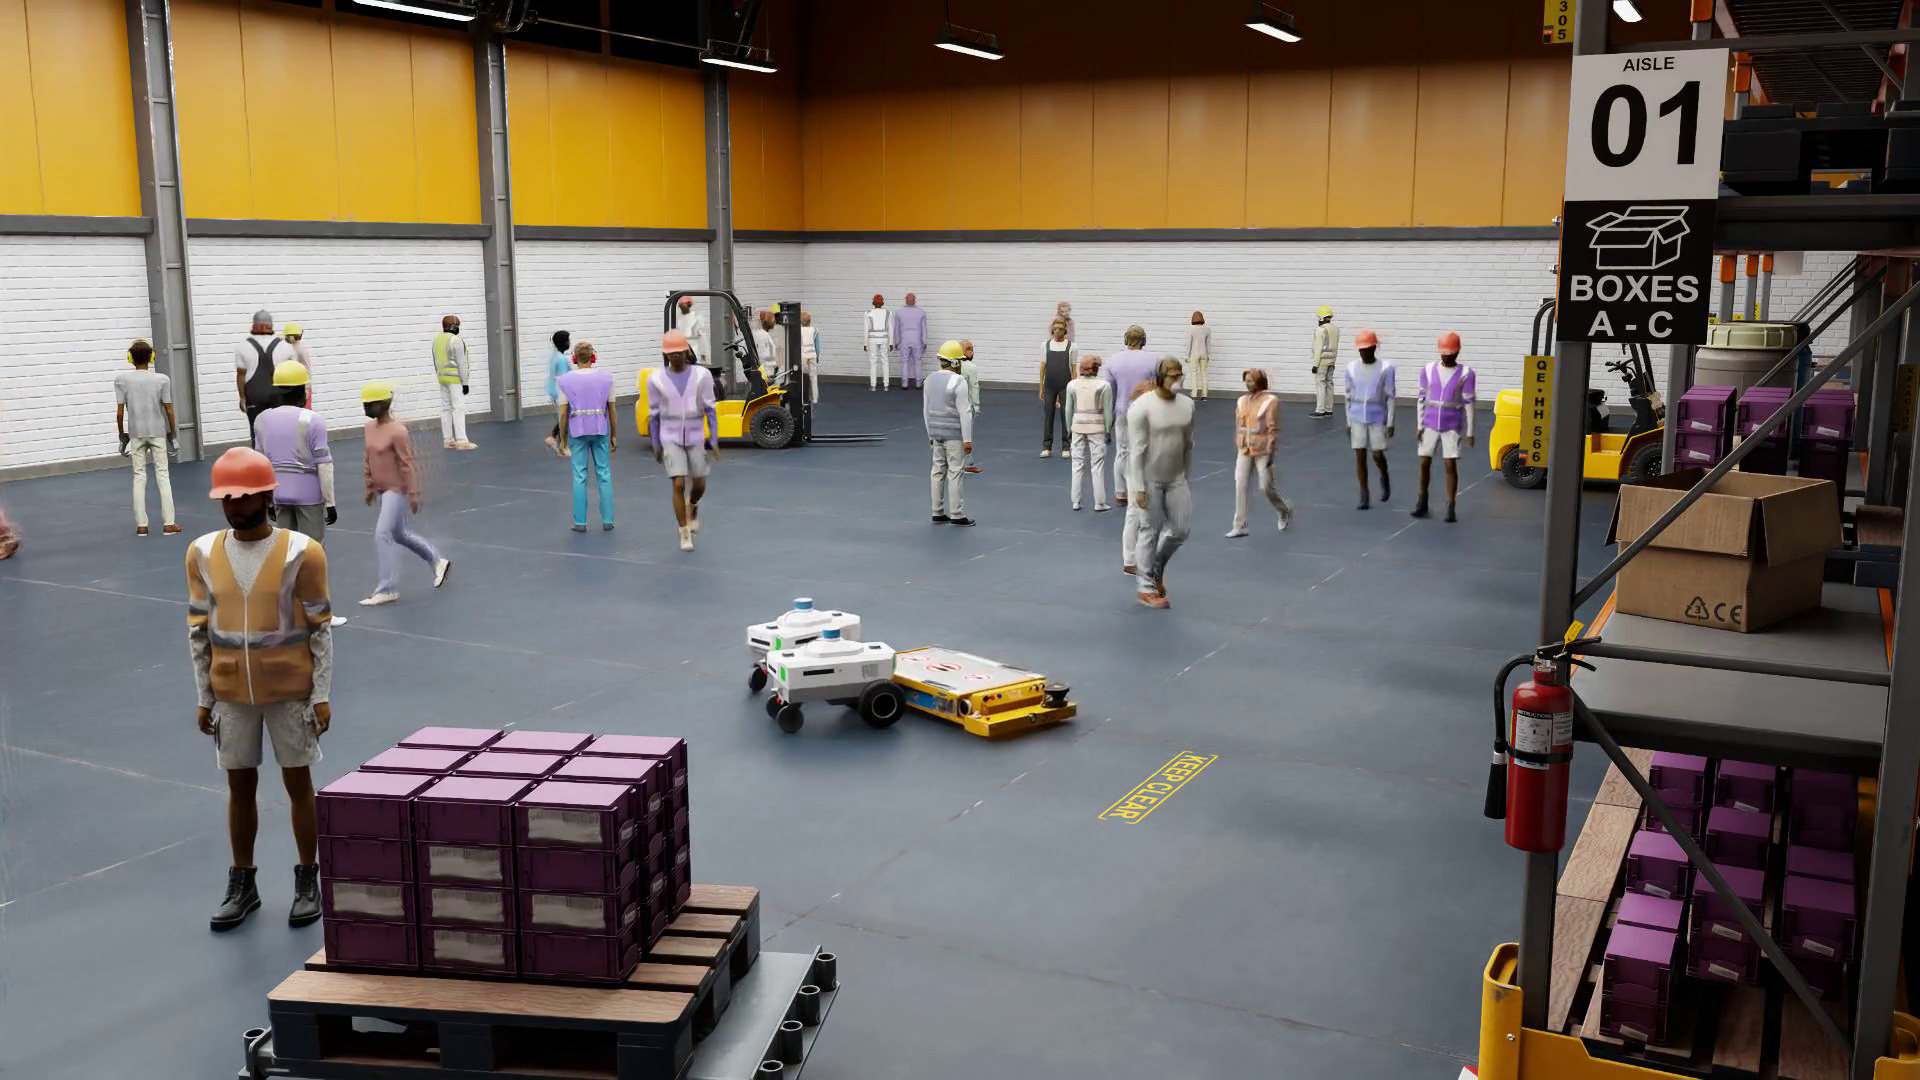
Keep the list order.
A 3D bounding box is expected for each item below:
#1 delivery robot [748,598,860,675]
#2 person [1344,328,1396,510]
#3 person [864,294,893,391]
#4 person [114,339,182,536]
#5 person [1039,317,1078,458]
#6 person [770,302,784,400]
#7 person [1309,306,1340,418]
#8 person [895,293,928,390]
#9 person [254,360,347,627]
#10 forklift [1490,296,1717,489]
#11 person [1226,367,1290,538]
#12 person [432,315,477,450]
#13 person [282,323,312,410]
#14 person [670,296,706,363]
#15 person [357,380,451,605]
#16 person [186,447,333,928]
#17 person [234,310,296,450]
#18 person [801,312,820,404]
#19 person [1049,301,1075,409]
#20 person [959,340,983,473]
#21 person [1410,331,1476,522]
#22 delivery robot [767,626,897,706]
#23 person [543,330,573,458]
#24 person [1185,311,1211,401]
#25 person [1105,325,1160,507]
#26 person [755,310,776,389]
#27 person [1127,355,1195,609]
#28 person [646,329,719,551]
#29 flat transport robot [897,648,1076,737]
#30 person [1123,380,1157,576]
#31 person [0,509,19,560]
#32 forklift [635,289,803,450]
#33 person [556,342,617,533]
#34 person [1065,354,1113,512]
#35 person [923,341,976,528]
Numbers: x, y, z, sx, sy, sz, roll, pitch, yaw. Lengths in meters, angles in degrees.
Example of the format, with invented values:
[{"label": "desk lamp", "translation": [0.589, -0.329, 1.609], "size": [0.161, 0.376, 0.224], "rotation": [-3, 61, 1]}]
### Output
[{"label": "delivery robot", "translation": [-0.959, 0.602, 10.272], "size": [0.477, 0.478, 0.707], "rotation": [10, 14, 44]}, {"label": "person", "translation": [4.308, -1.276, 17.508], "size": [0.554, 1.909, 0.613], "rotation": [5, 11, 28]}, {"label": "person", "translation": [-1.592, -3.848, 32.457], "size": [0.587, 1.882, 0.341], "rotation": [-2, 10, -12]}, {"label": "person", "translation": [-7.732, -0.971, 15.835], "size": [0.532, 1.874, 0.316], "rotation": [-3, 10, -17]}, {"label": "person", "translation": [1.285, -1.987, 21.799], "size": [0.507, 1.847, 0.346], "rotation": [2, 10, 12]}, {"label": "person", "translation": [-2.807, -2.806, 26.321], "size": [0.568, 1.912, 0.642], "rotation": [-3, 10, -19]}, {"label": "person", "translation": [5.923, -2.898, 27.111], "size": [0.404, 1.830, 0.603], "rotation": [10, 14, 44]}, {"label": "person", "translation": [-0.962, -3.908, 32.751], "size": [0.651, 1.904, 0.403], "rotation": [0, 10, -1]}, {"label": "person", "translation": [-4.714, -0.313, 11.860], "size": [0.587, 1.930, 0.362], "rotation": [2, 10, 14]}, {"label": "forklift", "translation": [7.296, -1.677, 18.993], "size": [2.313, 2.155, 1.214], "rotation": [5, 11, 27]}, {"label": "person", "translation": [2.839, -0.838, 15.781], "size": [0.687, 1.618, 0.516], "rotation": [-9, 13, -42]}, {"label": "person", "translation": [-6.935, -2.158, 22.802], "size": [0.627, 1.843, 0.429], "rotation": [7, 12, 36]}, {"label": "person", "translation": [-8.806, -2.002, 22.119], "size": [0.327, 1.767, 0.533], "rotation": [-9, 14, -44]}, {"label": "person", "translation": [-4.729, -3.314, 28.979], "size": [0.618, 2.030, 0.578], "rotation": [2, 10, 13]}, {"label": "person", "translation": [-4.355, -0.397, 12.952], "size": [0.536, 1.728, 0.805], "rotation": [9, 13, 42]}, {"label": "person", "translation": [-2.773, 0.590, 6.609], "size": [0.547, 1.938, 0.377], "rotation": [-1, 10, -4]}, {"label": "person", "translation": [-8.387, -1.797, 20.136], "size": [0.696, 2.000, 0.842], "rotation": [-5, 11, -27]}, {"label": "person", "translation": [-2.732, -3.221, 29.535], "size": [0.512, 1.642, 0.312], "rotation": [-5, 11, -25]}, {"label": "person", "translation": [1.743, -3.149, 28.477], "size": [0.493, 1.863, 0.684], "rotation": [8, 13, 39]}, {"label": "person", "translation": [0.048, -1.630, 20.348], "size": [0.497, 1.632, 0.289], "rotation": [9, 13, 43]}, {"label": "person", "translation": [4.854, -1.140, 16.706], "size": [0.657, 1.909, 0.538], "rotation": [5, 11, 28]}, {"label": "delivery robot", "translation": [-0.735, 0.735, 9.500], "size": [0.707, 0.478, 0.477], "rotation": [-4, 11, -20]}, {"label": "person", "translation": [-5.213, -1.913, 21.835], "size": [0.377, 1.680, 0.546], "rotation": [-5, 11, -26]}, {"label": "person", "translation": [4.314, -3.331, 30.198], "size": [0.501, 1.631, 0.285], "rotation": [-3, 10, -19]}, {"label": "person", "translation": [1.839, -1.300, 17.567], "size": [0.628, 1.935, 0.373], "rotation": [4, 11, 22]}, {"label": "person", "translation": [-2.965, -2.469, 24.559], "size": [0.815, 1.861, 0.579], "rotation": [-1, 10, -5]}, {"label": "person", "translation": [1.519, -0.440, 12.607], "size": [0.629, 1.926, 0.447], "rotation": [-5, 11, -29]}, {"label": "person", "translation": [-2.532, -0.927, 15.172], "size": [0.632, 2.015, 0.674], "rotation": [-3, 10, -14]}, {"label": "flat transport robot", "translation": [-0.035, 0.864, 9.849], "size": [0.652, 0.197, 1.431], "rotation": [-8, 12, -38]}, {"label": "person", "translation": [1.525, -0.521, 13.929], "size": [0.286, 1.631, 0.502], "rotation": [3, 10, 17]}, {"label": "person", "translation": [-8.578, -0.681, 14.242], "size": [0.661, 1.862, 0.974], "rotation": [2, 10, 11]}, {"label": "forklift", "translation": [-3.358, -2.392, 23.136], "size": [2.313, 2.155, 1.214], "rotation": [-1, 10, -5]}, {"label": "person", "translation": [-3.580, -0.984, 16.013], "size": [0.562, 1.838, 0.390], "rotation": [-4, 11, -21]}, {"label": "person", "translation": [1.340, -1.110, 17.325], "size": [0.514, 1.636, 0.315], "rotation": [4, 11, 24]}, {"label": "person", "translation": [-0.089, -1.040, 16.353], "size": [0.404, 1.831, 0.600], "rotation": [-9, 13, -43]}]
